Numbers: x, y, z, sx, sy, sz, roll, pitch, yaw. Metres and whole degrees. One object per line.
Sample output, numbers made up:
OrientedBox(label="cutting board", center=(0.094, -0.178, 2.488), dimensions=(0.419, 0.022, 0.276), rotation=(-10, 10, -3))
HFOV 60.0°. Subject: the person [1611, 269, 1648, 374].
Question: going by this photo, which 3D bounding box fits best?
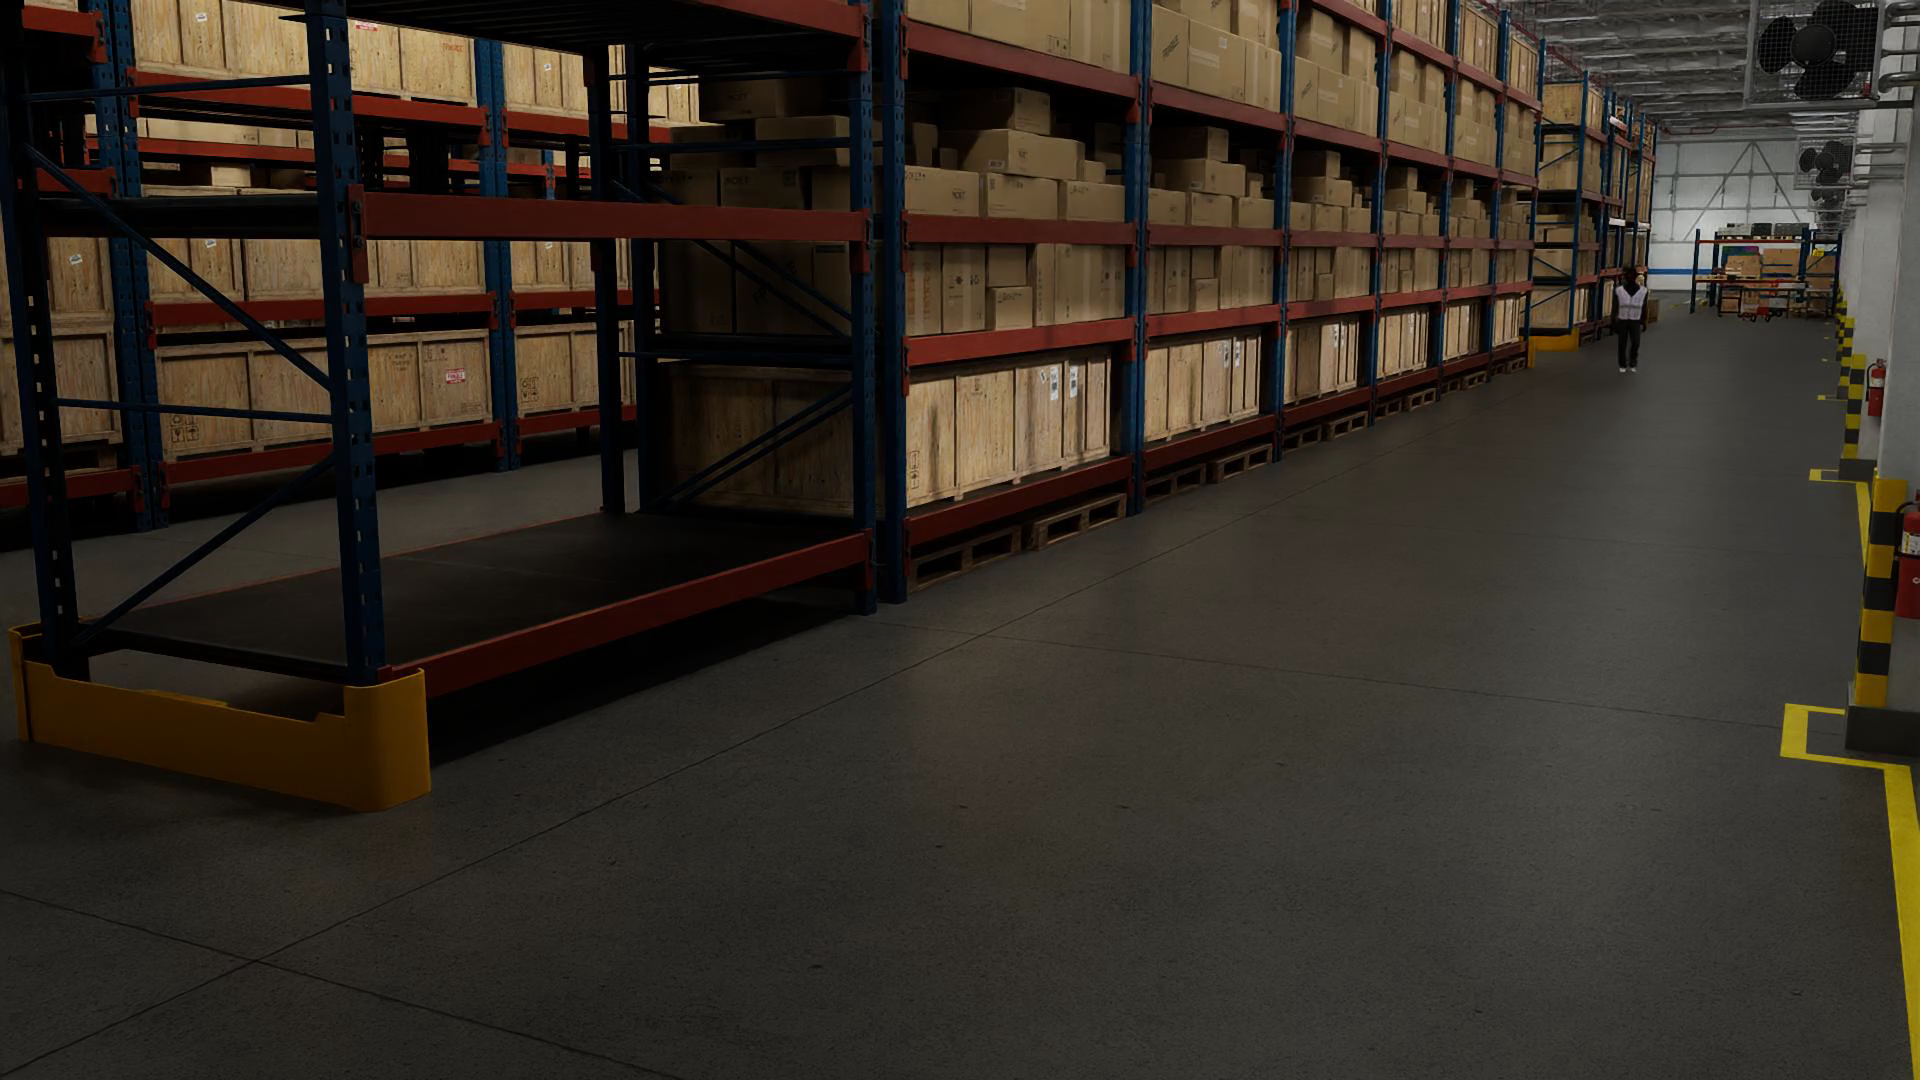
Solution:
OrientedBox(label="person", center=(12.061, -3.926, 29.967), dimensions=(0.616, 1.876, 0.911), rotation=(3, 10, 15))
